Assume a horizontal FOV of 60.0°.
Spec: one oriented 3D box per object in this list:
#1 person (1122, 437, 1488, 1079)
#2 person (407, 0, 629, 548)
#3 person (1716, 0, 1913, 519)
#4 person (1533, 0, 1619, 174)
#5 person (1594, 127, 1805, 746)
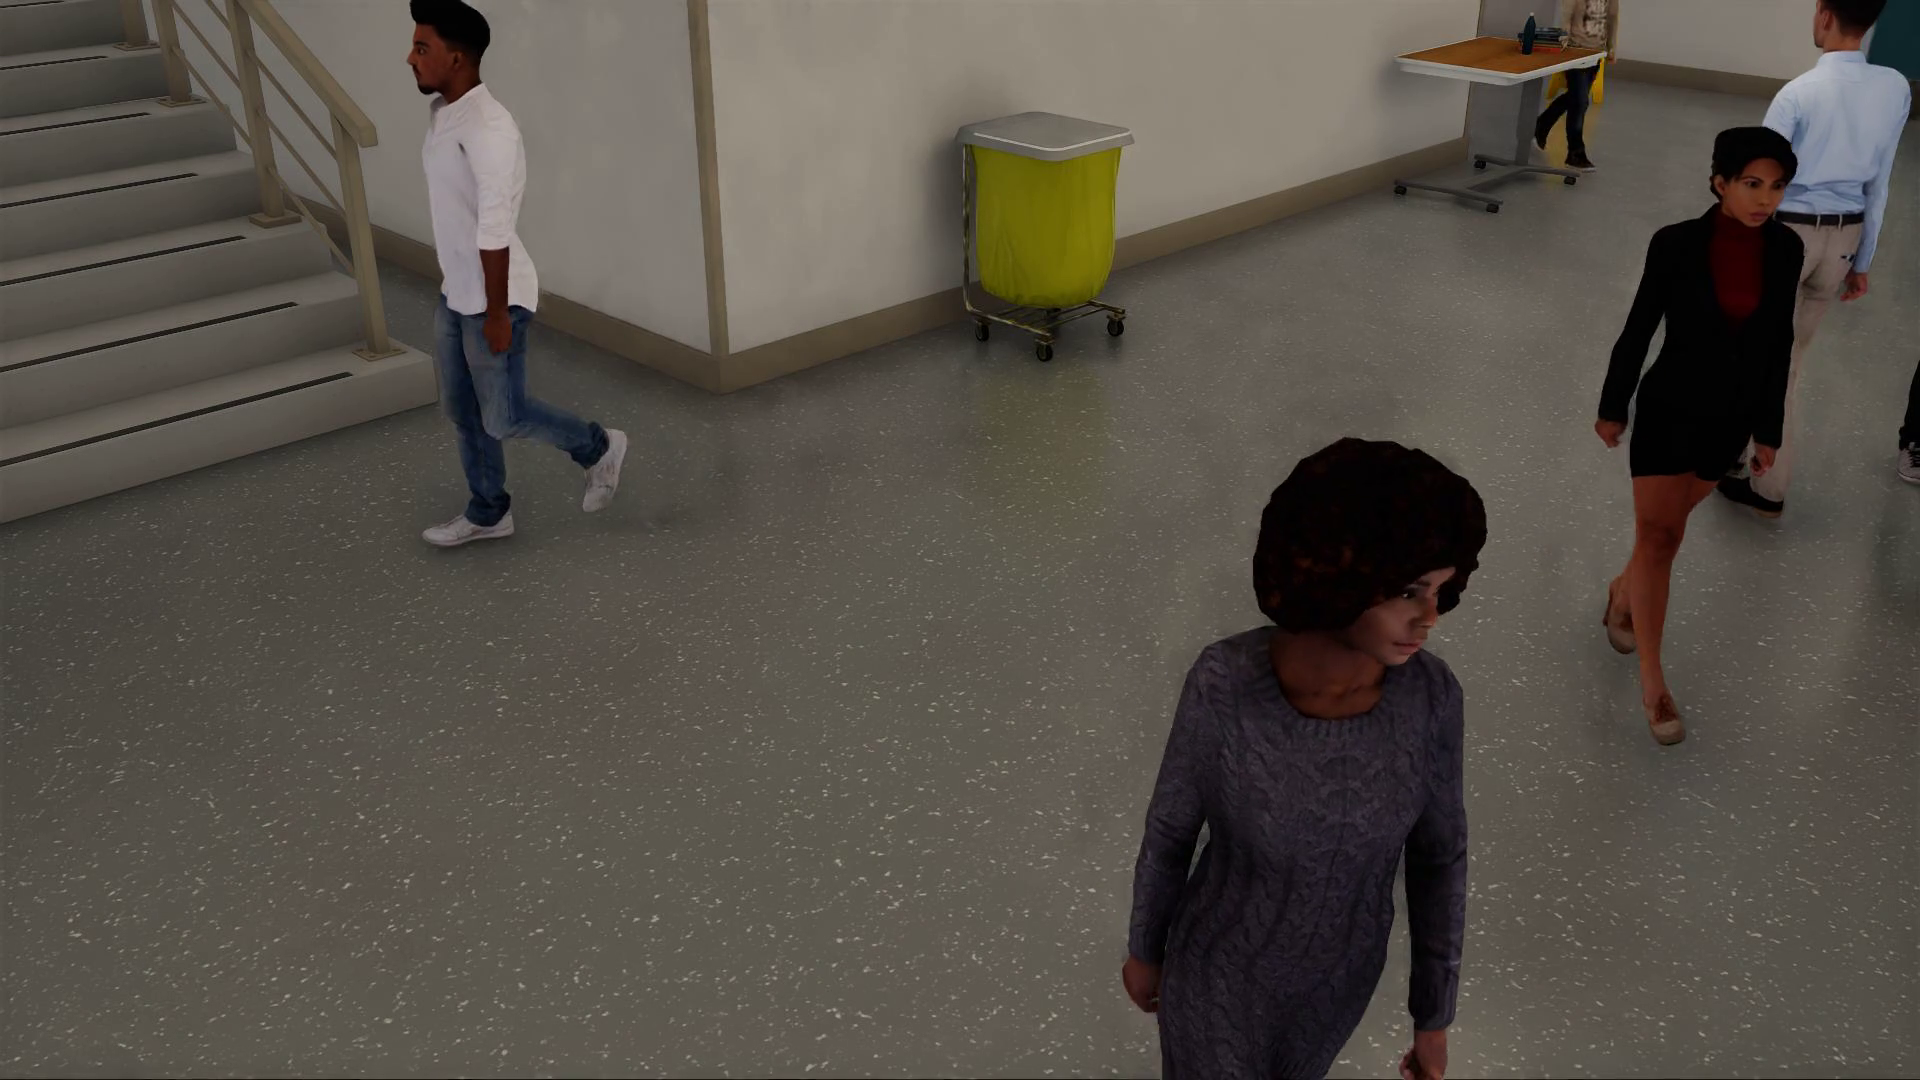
[{"bbox_3d":[0.454,0.613,2.540,1.006,1.674,1.131,-2,26,-5],"label":"person"},{"bbox_3d":[-1.461,-0.824,5.376,0.810,1.798,0.920,-17,30,-31],"label":"person"},{"bbox_3d":[2.846,-0.940,5.578,0.970,1.831,1.083,-4,26,-8],"label":"person"},{"bbox_3d":[3.885,-3.095,10.498,0.786,1.440,1.035,-11,28,-22],"label":"person"},{"bbox_3d":[1.968,-0.308,4.544,1.024,1.591,1.060,1,26,3],"label":"person"}]
